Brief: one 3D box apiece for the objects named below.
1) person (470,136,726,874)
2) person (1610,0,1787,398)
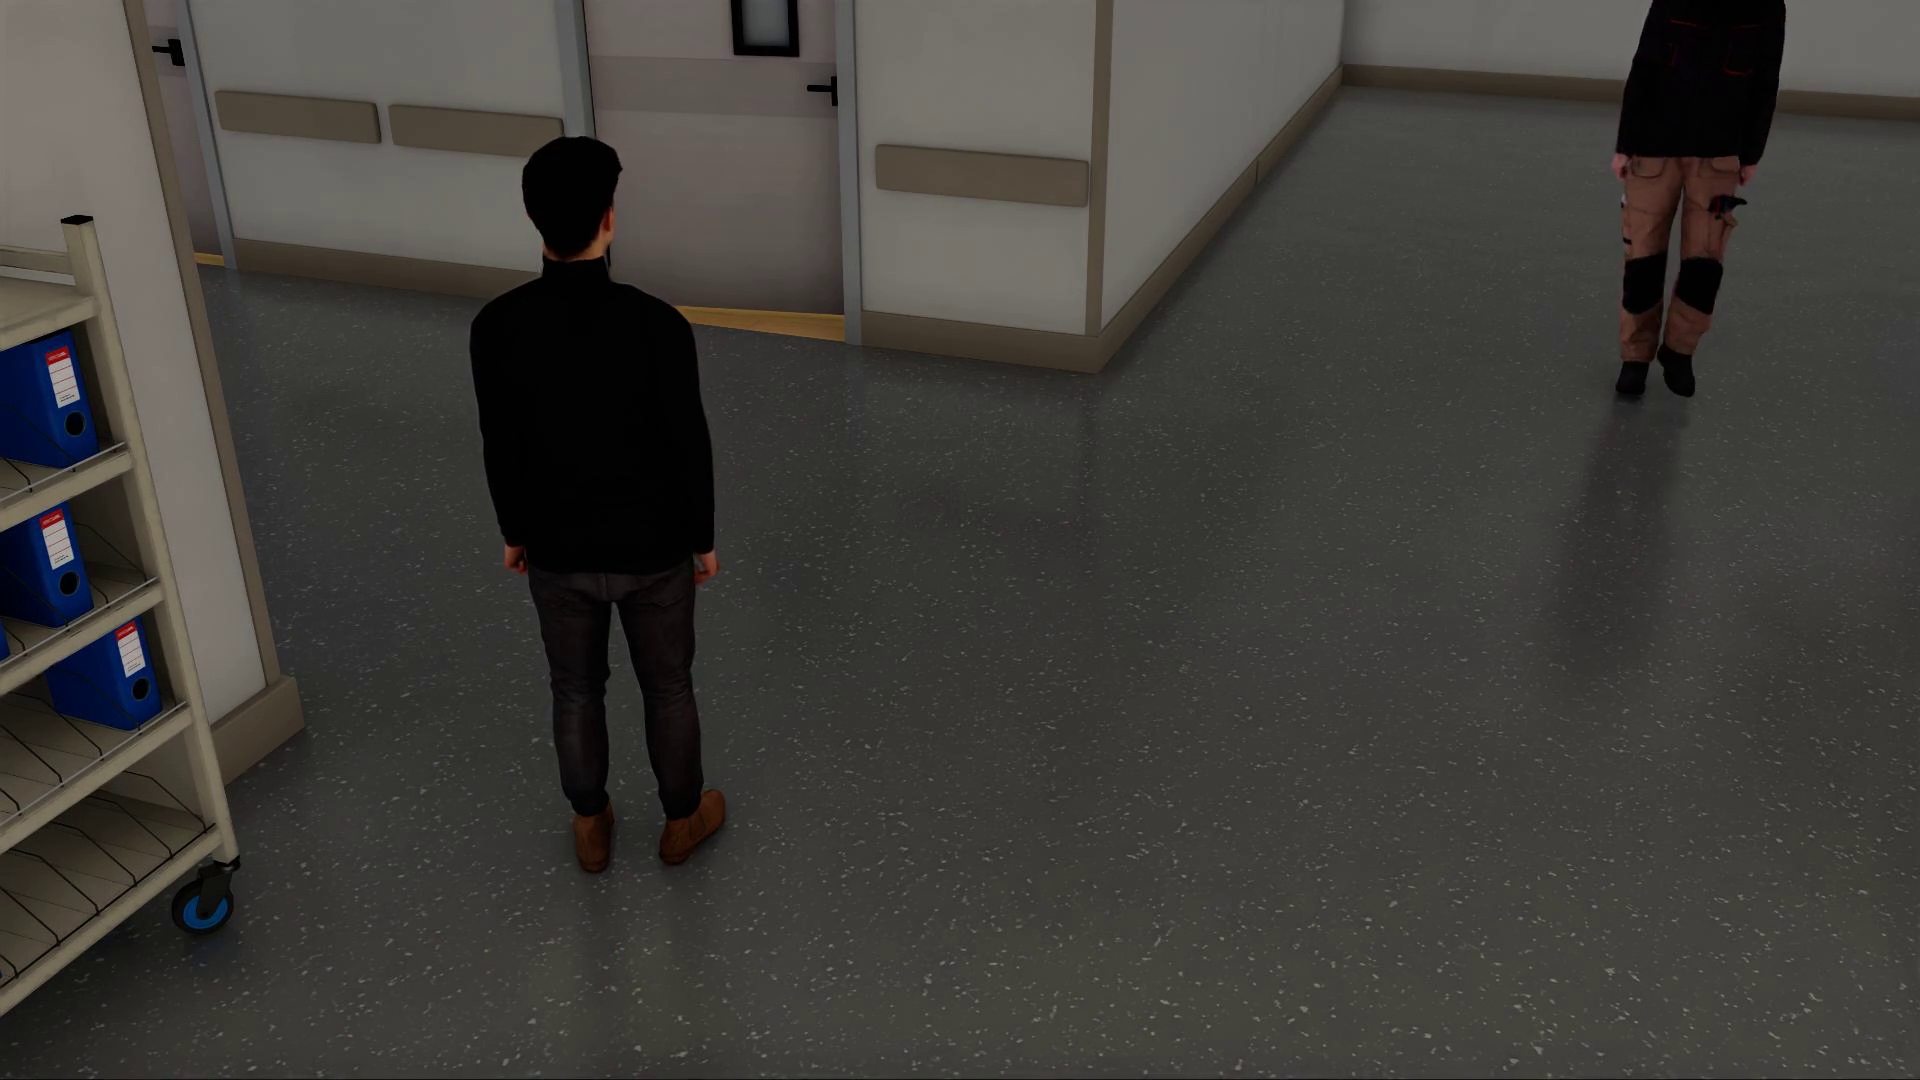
[{"bbox_3d":[-0.789,-0.033,3.711,0.712,1.724,0.660,1,26,1],"label":"person"},{"bbox_3d":[2.864,-1.522,6.577,0.706,1.915,0.637,10,28,20],"label":"person"}]
